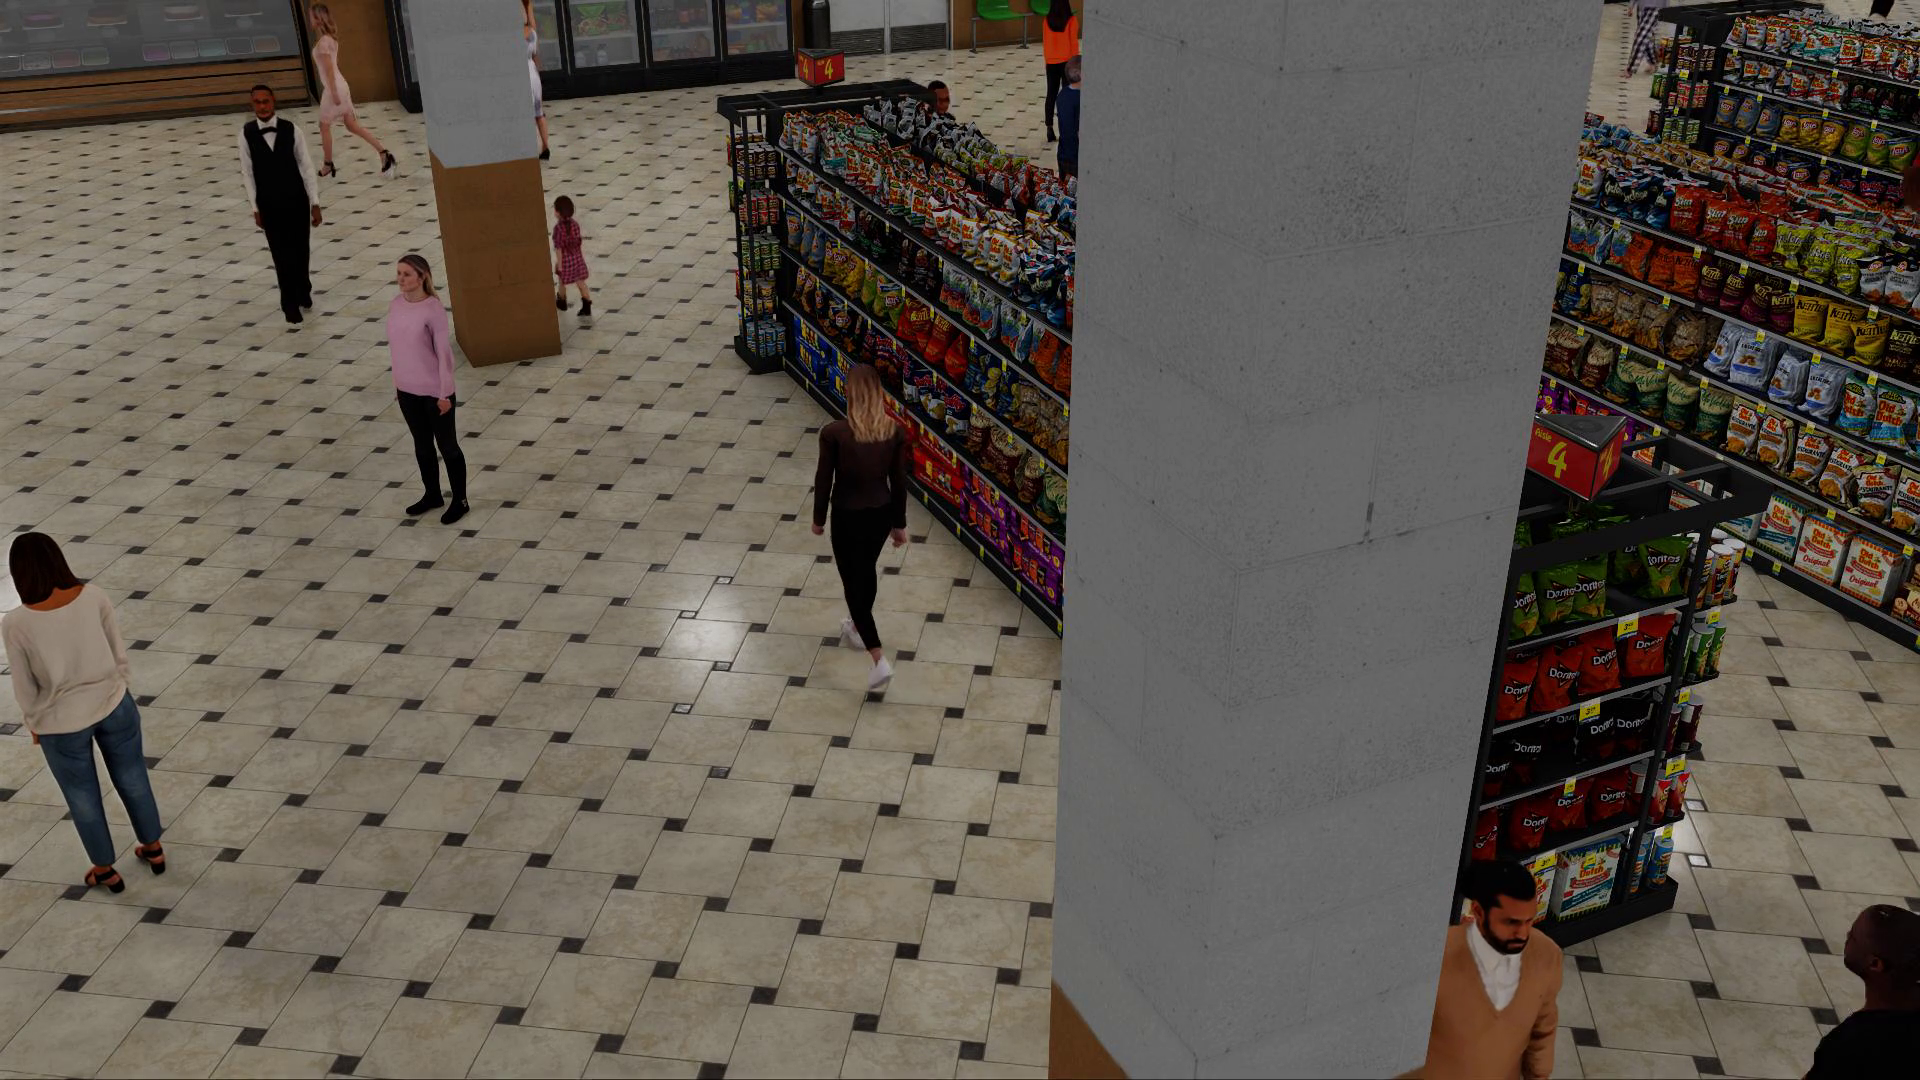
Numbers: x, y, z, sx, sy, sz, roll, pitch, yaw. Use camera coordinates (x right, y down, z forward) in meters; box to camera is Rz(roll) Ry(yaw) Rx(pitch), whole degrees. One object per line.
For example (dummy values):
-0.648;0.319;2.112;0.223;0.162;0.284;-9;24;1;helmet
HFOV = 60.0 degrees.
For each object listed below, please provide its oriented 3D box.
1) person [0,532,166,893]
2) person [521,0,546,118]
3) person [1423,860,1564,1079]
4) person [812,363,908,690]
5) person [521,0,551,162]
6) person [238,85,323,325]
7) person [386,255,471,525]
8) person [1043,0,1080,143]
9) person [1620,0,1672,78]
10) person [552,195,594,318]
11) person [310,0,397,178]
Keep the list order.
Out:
-3.655;0.726;6.954;0.669;1.677;0.645;-22;34;-37;person
-5.308;-5.943;20.052;0.589;1.724;0.542;-9;28;-17;person
1.494;1.660;5.034;0.726;1.746;0.677;-3;27;-6;person
-0.480;-0.043;8.472;0.627;1.675;1.080;-12;29;-22;person
-4.737;-4.998;18.161;0.661;1.750;0.645;17;31;30;person
-5.520;-2.759;13.612;0.767;1.871;1.222;-10;29;-19;person
-3.274;-0.937;10.221;0.667;1.687;0.745;12;29;23;person
1.152;-5.428;19.008;0.657;1.749;0.766;18;32;31;person
9.318;-7.141;22.332;0.894;1.798;1.168;-20;33;-34;person
-3.189;-2.314;13.685;0.794;1.010;0.585;24;35;38;person
-6.448;-4.671;17.466;0.975;1.794;1.130;1;27;2;person
